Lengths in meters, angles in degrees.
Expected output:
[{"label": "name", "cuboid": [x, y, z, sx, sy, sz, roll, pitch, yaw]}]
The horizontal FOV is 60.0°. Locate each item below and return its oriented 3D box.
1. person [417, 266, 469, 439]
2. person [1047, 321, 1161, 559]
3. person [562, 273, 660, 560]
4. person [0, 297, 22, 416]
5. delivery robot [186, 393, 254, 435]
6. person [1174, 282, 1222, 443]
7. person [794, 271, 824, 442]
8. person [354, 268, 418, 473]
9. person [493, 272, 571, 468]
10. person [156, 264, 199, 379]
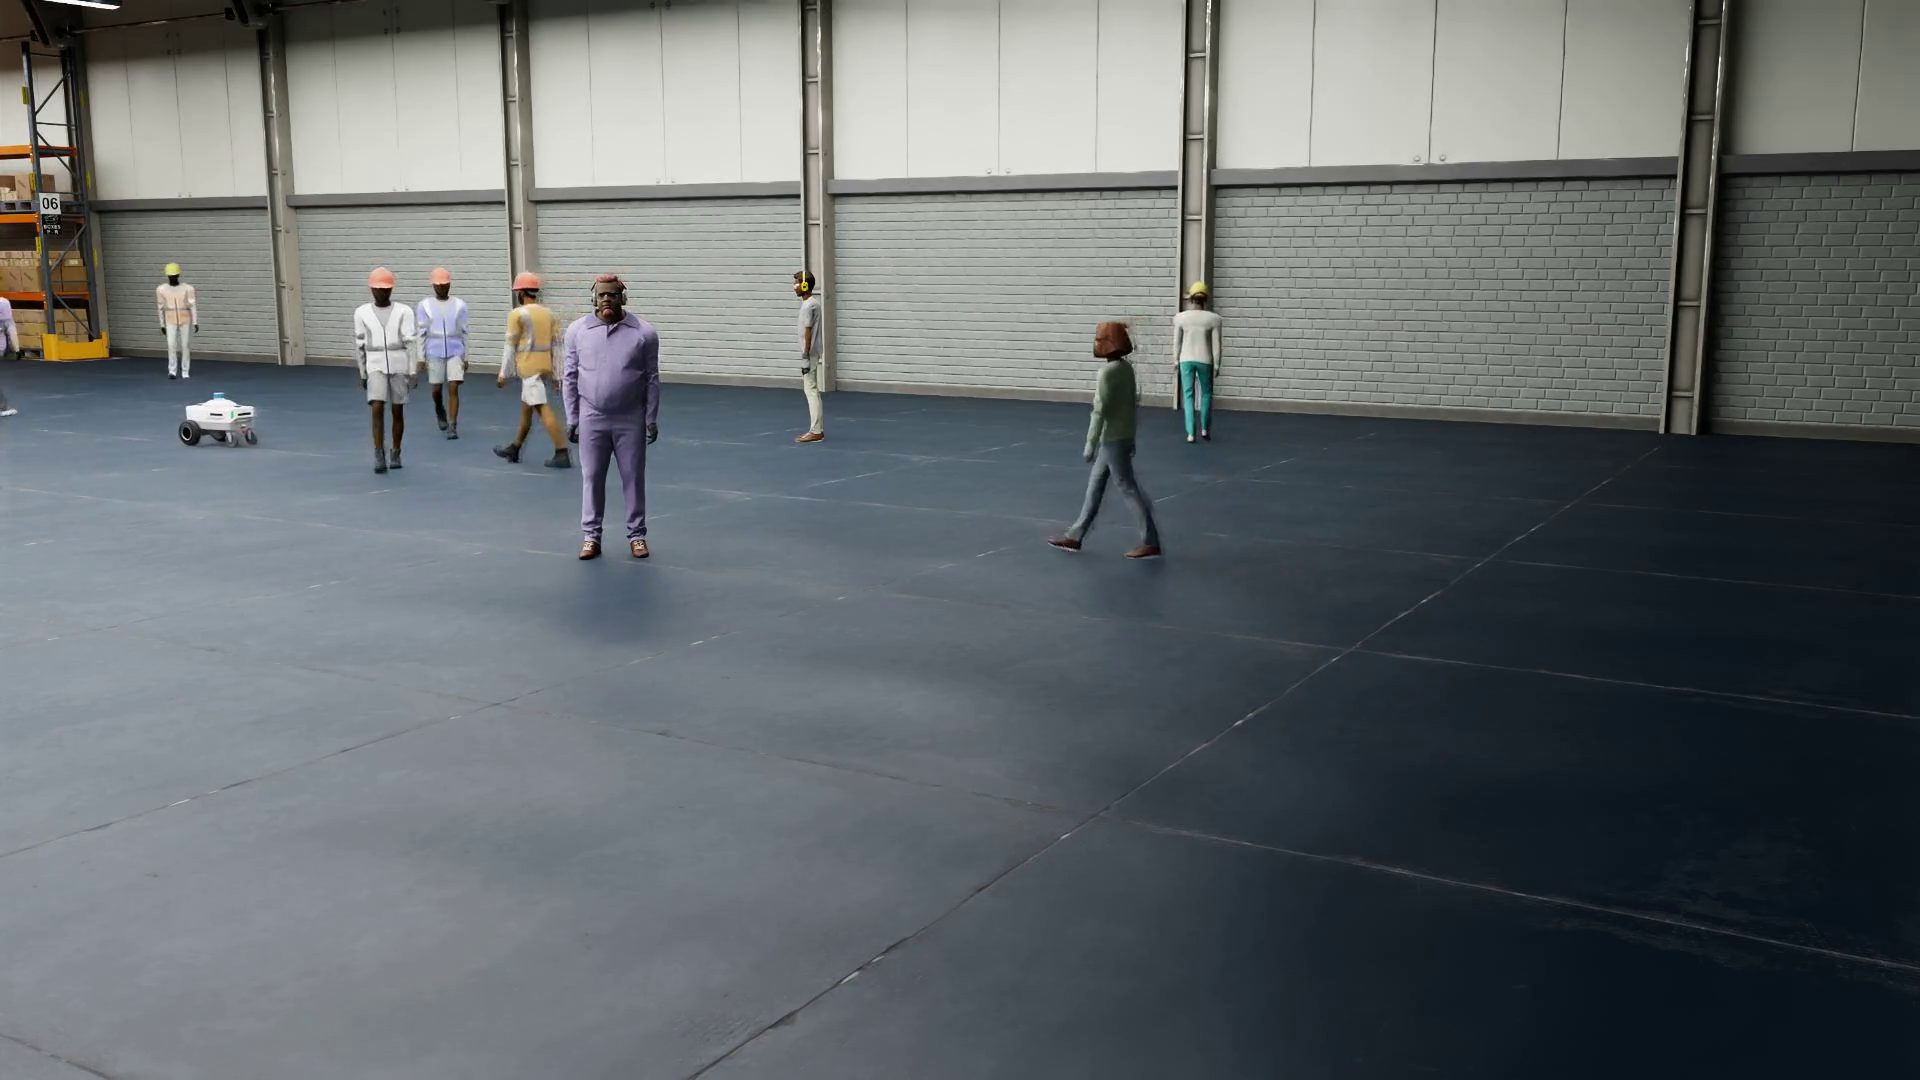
[{"label": "person", "cuboid": [-5.755, -2.092, 18.570, 0.547, 1.917, 0.691, -3, 10, -18]}, {"label": "person", "cuboid": [0.995, -0.668, 11.166, 0.847, 1.582, 0.515, 4, 11, 23]}, {"label": "person", "cuboid": [-2.328, -0.821, 11.138, 0.643, 1.909, 0.410, -2, 10, -10]}, {"label": "person", "cuboid": [-12.043, -2.425, 20.639, 0.600, 1.881, 1.011, 0, 10, -1]}, {"label": "delivery robot", "cuboid": [-7.926, -1.334, 17.818, 0.707, 0.478, 0.477, 4, 10, 23]}, {"label": "person", "cuboid": [2.609, -1.947, 18.248, 0.532, 1.735, 0.796, 2, 10, 11]}, {"label": "person", "cuboid": [-1.655, -1.999, 18.187, 0.313, 1.862, 0.516, 0, 10, 0]}, {"label": "person", "cuboid": [-5.362, -1.579, 15.573, 0.547, 1.902, 0.840, -3, 10, -17]}, {"label": "person", "cuboid": [-4.143, -1.635, 16.030, 1.042, 1.876, 0.549, 5, 11, 25]}, {"label": "person", "cuboid": [-12.846, -3.576, 27.325, 0.612, 1.883, 0.936, -4, 10, -21]}]
